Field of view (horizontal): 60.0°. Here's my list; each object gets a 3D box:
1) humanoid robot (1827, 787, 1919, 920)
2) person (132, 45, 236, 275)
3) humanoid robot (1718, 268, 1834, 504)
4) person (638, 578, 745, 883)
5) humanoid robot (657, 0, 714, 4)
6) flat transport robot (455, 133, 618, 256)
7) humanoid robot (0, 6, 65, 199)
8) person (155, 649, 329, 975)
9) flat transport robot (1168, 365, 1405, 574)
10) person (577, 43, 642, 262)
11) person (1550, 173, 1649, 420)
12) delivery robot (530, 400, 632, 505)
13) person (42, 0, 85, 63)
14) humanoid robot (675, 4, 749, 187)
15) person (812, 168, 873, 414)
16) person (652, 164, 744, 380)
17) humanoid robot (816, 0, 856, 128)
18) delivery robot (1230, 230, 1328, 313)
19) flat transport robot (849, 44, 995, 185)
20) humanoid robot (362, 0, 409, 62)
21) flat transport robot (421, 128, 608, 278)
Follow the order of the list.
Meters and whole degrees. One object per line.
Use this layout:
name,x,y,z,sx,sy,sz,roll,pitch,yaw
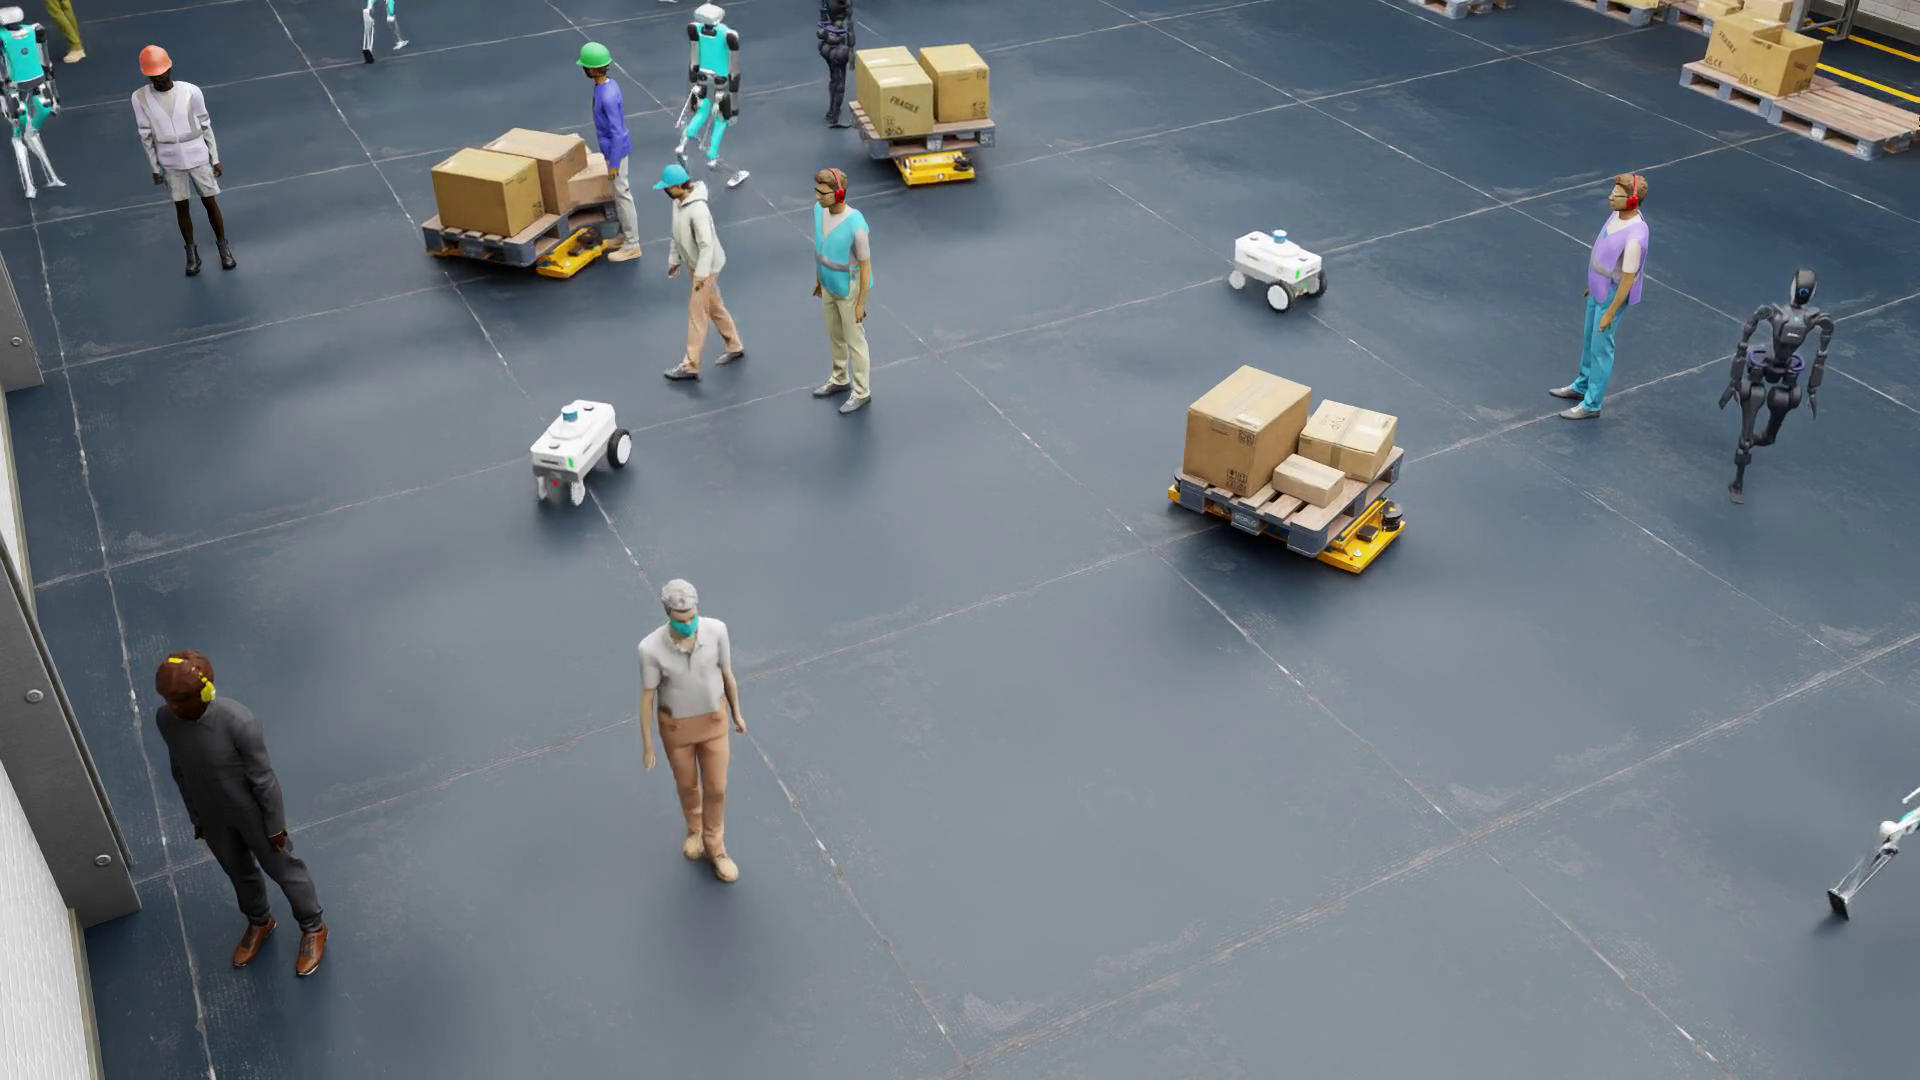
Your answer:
humanoid robot,4.638,1.172,7.770,0.968,1.757,0.542,-7,36,-10
person,-6.407,-3.130,13.733,0.550,1.934,0.373,-13,37,-18
humanoid robot,5.401,-1.082,11.065,0.599,1.640,0.698,8,36,11
person,-1.302,0.922,8.122,0.526,1.732,0.484,-13,37,-18
humanoid robot,-3.191,-7.207,19.766,1.002,1.774,0.530,8,36,11
flat transport robot,-3.683,-2.812,14.730,0.659,0.231,1.431,-15,38,-20
humanoid robot,-8.550,-3.997,15.135,0.777,1.758,0.548,21,40,27
person,-3.285,1.236,7.565,0.491,1.867,0.353,6,36,9
flat transport robot,2.165,-0.241,11.060,1.431,0.231,0.659,24,42,30
person,-2.934,-3.252,13.966,0.358,1.870,0.460,-9,36,-13
person,4.599,-1.721,11.798,0.390,1.846,0.566,3,35,4
delivery robot,-2.626,-0.649,11.409,0.499,0.612,0.796,9,36,13
person,-9.992,-6.202,18.250,0.348,1.797,0.661,-9,36,-13
humanoid robot,-2.329,-3.844,14.940,0.543,1.756,1.009,18,39,24
person,-0.833,-1.795,11.905,0.373,1.843,0.568,-25,42,-31
person,-1.992,-2.002,12.390,0.753,1.625,0.483,-17,39,-23
humanoid robot,-1.243,-4.961,16.571,0.357,1.645,0.616,-22,41,-28
delivery robot,2.619,-2.234,13.671,0.499,0.613,0.807,-27,43,-33
flat transport robot,-0.371,-3.832,16.188,0.659,0.231,1.431,-9,36,-13
humanoid robot,-6.461,-6.164,18.278,0.558,1.814,0.890,5,35,8
flat transport robot,-3.841,-2.580,14.399,1.431,0.231,0.659,12,37,17
